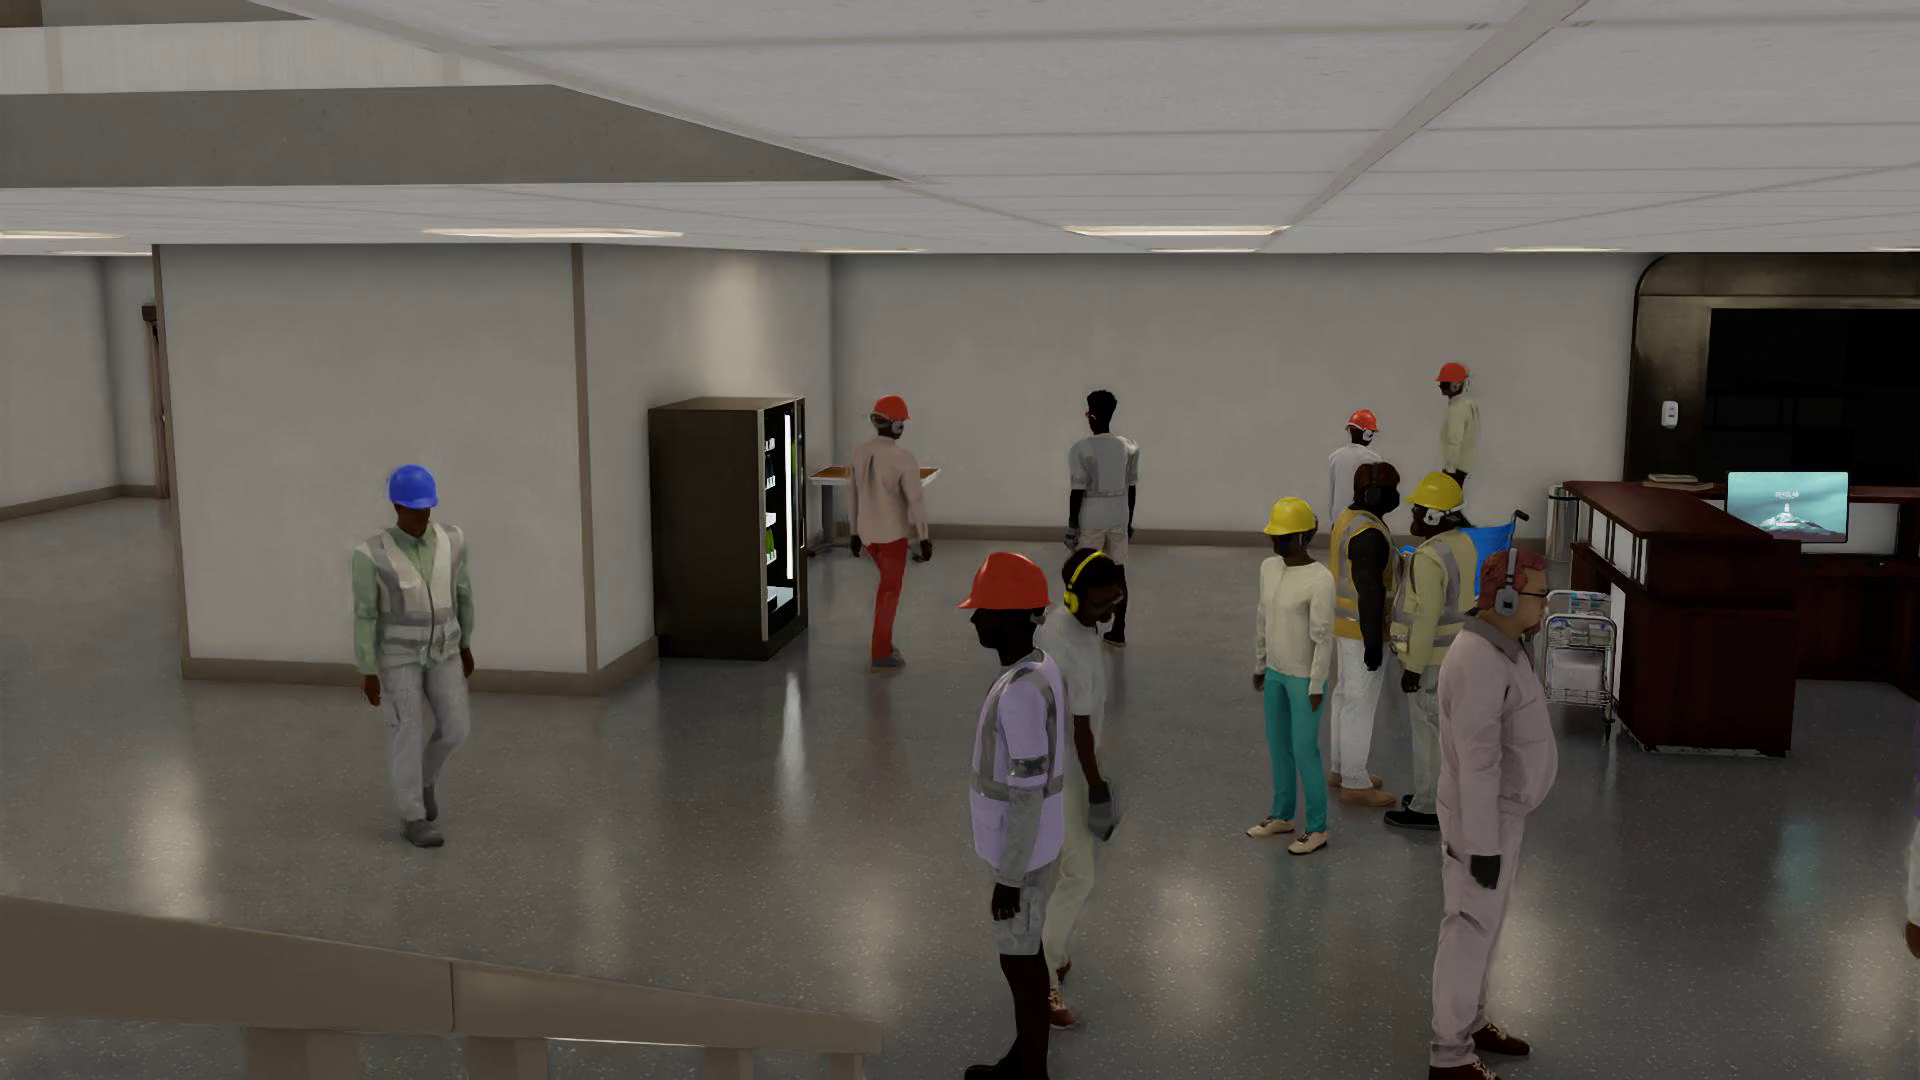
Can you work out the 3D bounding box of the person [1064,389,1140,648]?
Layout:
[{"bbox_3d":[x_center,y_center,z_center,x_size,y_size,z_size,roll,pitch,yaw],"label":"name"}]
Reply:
[{"bbox_3d":[1.053,-0.144,12.459,0.607,1.966,0.367,-5,11,-29],"label":"person"}]

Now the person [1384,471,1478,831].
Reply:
[{"bbox_3d":[2.403,0.562,8.505,0.403,1.837,0.591,6,11,33],"label":"person"}]

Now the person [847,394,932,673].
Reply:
[{"bbox_3d":[-0.472,-0.049,11.853,0.643,1.969,0.610,9,13,43],"label":"person"}]

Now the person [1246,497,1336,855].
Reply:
[{"bbox_3d":[1.625,0.655,8.182,0.348,1.758,0.527,-4,10,-26],"label":"person"}]

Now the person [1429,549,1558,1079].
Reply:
[{"bbox_3d":[1.870,0.969,5.822,0.398,1.899,0.650,4,10,24],"label":"person"}]

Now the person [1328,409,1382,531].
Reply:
[{"bbox_3d":[3.187,-0.172,13.318,0.351,1.743,0.564,-5,11,-29],"label":"person"}]

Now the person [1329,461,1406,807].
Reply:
[{"bbox_3d":[2.186,0.492,8.928,0.429,1.841,0.634,1,9,4],"label":"person"}]

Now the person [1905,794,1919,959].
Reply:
[{"bbox_3d":[3.118,1.112,4.879,0.557,1.914,0.607,2,9,10],"label":"person"}]

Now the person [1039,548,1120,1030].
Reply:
[{"bbox_3d":[0.425,0.905,6.438,0.334,1.831,0.679,-1,9,-8],"label":"person"}]

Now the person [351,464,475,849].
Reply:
[{"bbox_3d":[-2.678,0.566,8.200,0.651,1.923,0.543,-9,13,-43],"label":"person"}]

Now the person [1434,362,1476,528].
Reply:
[{"bbox_3d":[4.728,-0.709,15.902,0.464,1.978,0.634,4,10,21],"label":"person"}]

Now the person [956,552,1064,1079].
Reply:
[{"bbox_3d":[0.166,0.997,5.509,0.357,1.937,0.551,1,9,4],"label":"person"}]
